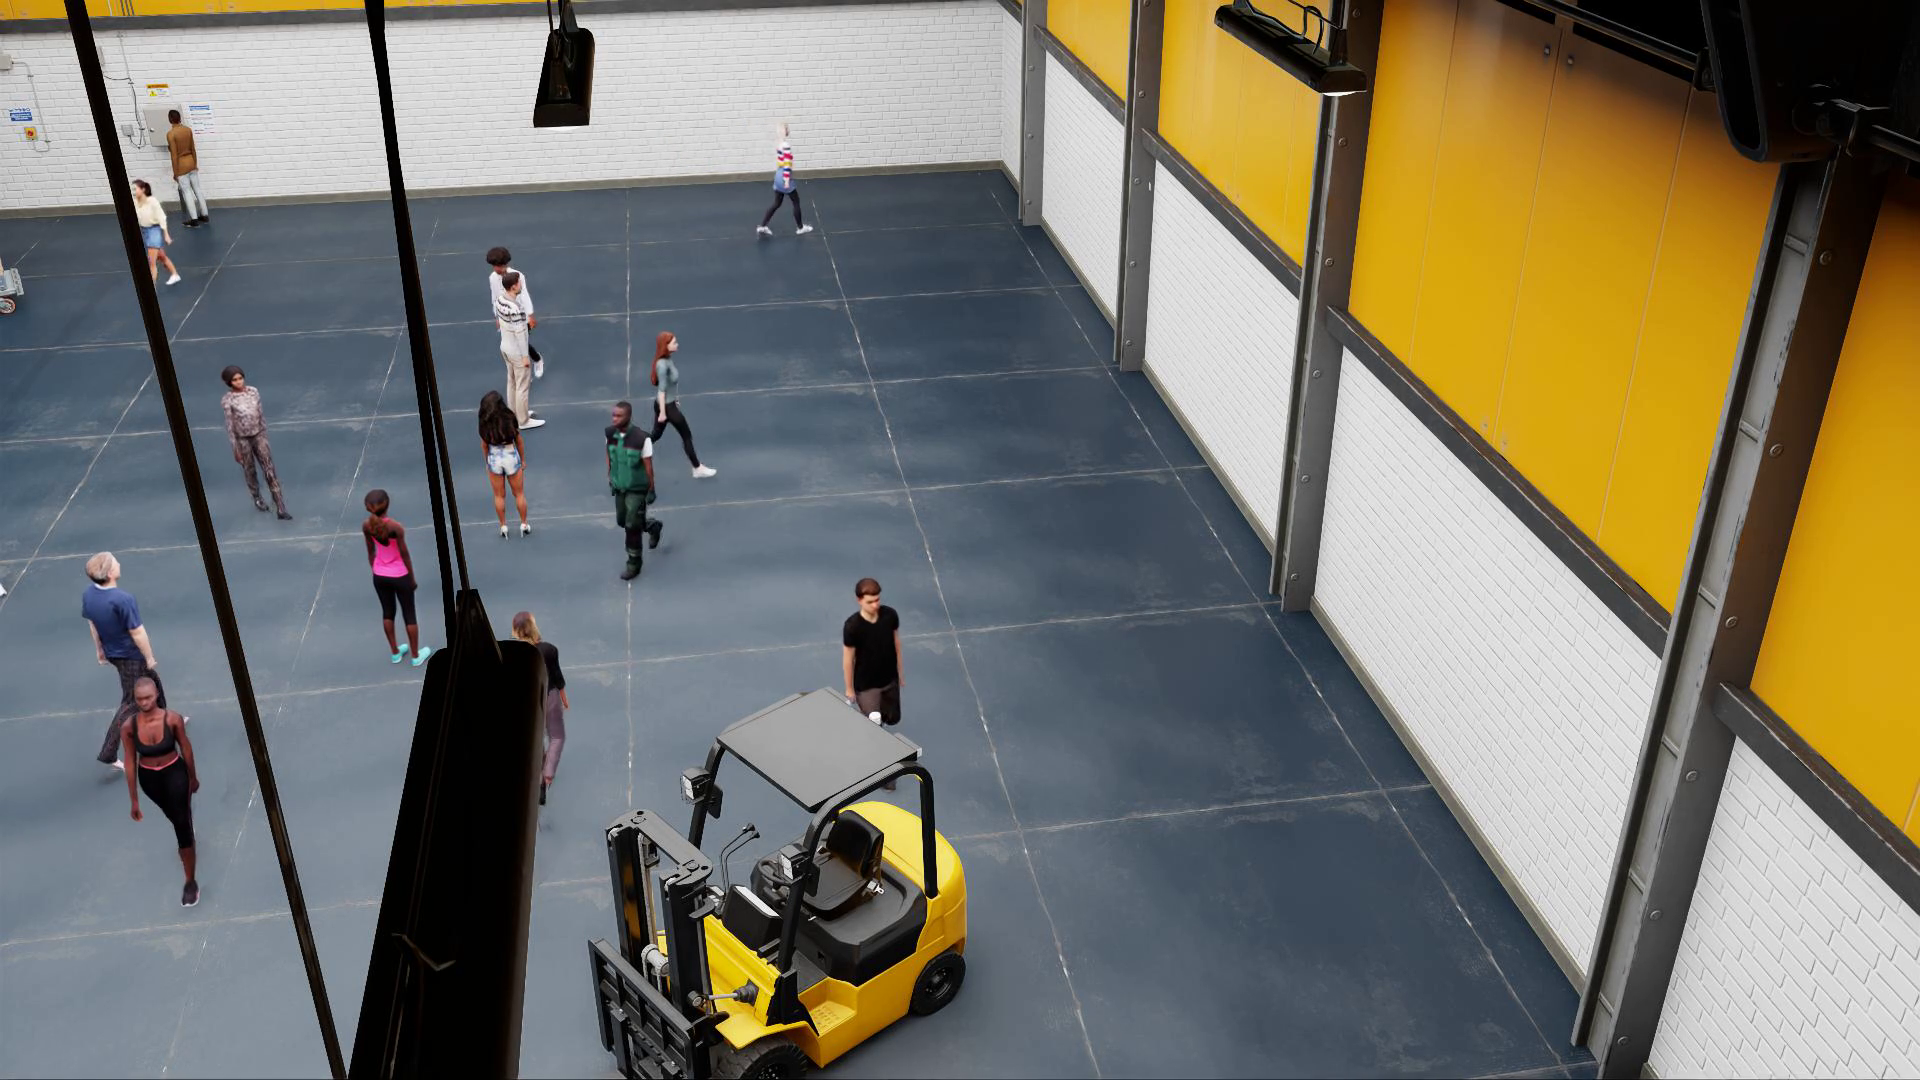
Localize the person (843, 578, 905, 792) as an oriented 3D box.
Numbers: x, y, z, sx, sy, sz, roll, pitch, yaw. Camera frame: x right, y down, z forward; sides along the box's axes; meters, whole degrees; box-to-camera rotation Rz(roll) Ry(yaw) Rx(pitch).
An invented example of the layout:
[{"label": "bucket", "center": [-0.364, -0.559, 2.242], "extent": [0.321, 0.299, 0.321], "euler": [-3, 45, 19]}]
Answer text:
[{"label": "person", "center": [-0.709, 1.077, 13.277], "extent": [0.921, 1.843, 1.120], "euler": [-17, 33, -28]}]

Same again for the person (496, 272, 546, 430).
[{"label": "person", "center": [-5.163, -2.207, 19.289], "extent": [0.808, 1.850, 0.661], "euler": [-19, 34, -31]}]

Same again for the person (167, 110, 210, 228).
[{"label": "person", "center": [-12.063, -5.800, 25.912], "extent": [0.785, 1.817, 0.674], "euler": [12, 31, 20]}]

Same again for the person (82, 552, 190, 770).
[{"label": "person", "center": [-6.814, 0.991, 13.442], "extent": [1.086, 1.836, 1.243], "euler": [14, 32, 24]}]

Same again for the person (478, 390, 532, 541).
[{"label": "person", "center": [-4.622, -0.760, 16.871], "extent": [0.544, 1.626, 0.535], "euler": [-5, 29, -9]}]

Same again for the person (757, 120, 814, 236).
[{"label": "person", "center": [-2.774, -5.472, 25.359], "extent": [0.937, 1.770, 1.145], "euler": [-15, 32, -25]}]

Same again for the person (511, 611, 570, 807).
[{"label": "person", "center": [-3.298, 1.342, 12.990], "extent": [0.702, 1.651, 0.945], "euler": [0, 29, 0]}]

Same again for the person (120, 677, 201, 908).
[{"label": "person", "center": [-5.828, 1.729, 12.219], "extent": [0.694, 1.711, 1.226], "euler": [-8, 30, -15]}]

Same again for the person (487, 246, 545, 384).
[{"label": "person", "center": [-5.409, -2.771, 20.387], "extent": [0.880, 1.790, 0.962], "euler": [7, 29, 13]}]

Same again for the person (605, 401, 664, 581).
[{"label": "person", "center": [-3.162, -0.542, 16.269], "extent": [1.027, 1.820, 1.154], "euler": [12, 31, 21]}]

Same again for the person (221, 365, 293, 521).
[{"label": "person", "center": [-7.428, -1.032, 17.314], "extent": [0.933, 1.679, 1.098], "euler": [-24, 37, -37]}]

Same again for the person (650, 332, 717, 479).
[{"label": "person", "center": [-3.256, -1.409, 17.989], "extent": [0.683, 1.696, 1.110], "euler": [-3, 29, -6]}]

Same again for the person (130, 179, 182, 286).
[{"label": "person", "center": [-11.291, -4.275, 23.369], "extent": [1.001, 1.574, 1.227], "euler": [8, 30, 15]}]

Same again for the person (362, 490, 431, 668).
[{"label": "person", "center": [-5.043, 0.334, 14.764], "extent": [0.632, 1.723, 0.654], "euler": [6, 29, 11]}]
